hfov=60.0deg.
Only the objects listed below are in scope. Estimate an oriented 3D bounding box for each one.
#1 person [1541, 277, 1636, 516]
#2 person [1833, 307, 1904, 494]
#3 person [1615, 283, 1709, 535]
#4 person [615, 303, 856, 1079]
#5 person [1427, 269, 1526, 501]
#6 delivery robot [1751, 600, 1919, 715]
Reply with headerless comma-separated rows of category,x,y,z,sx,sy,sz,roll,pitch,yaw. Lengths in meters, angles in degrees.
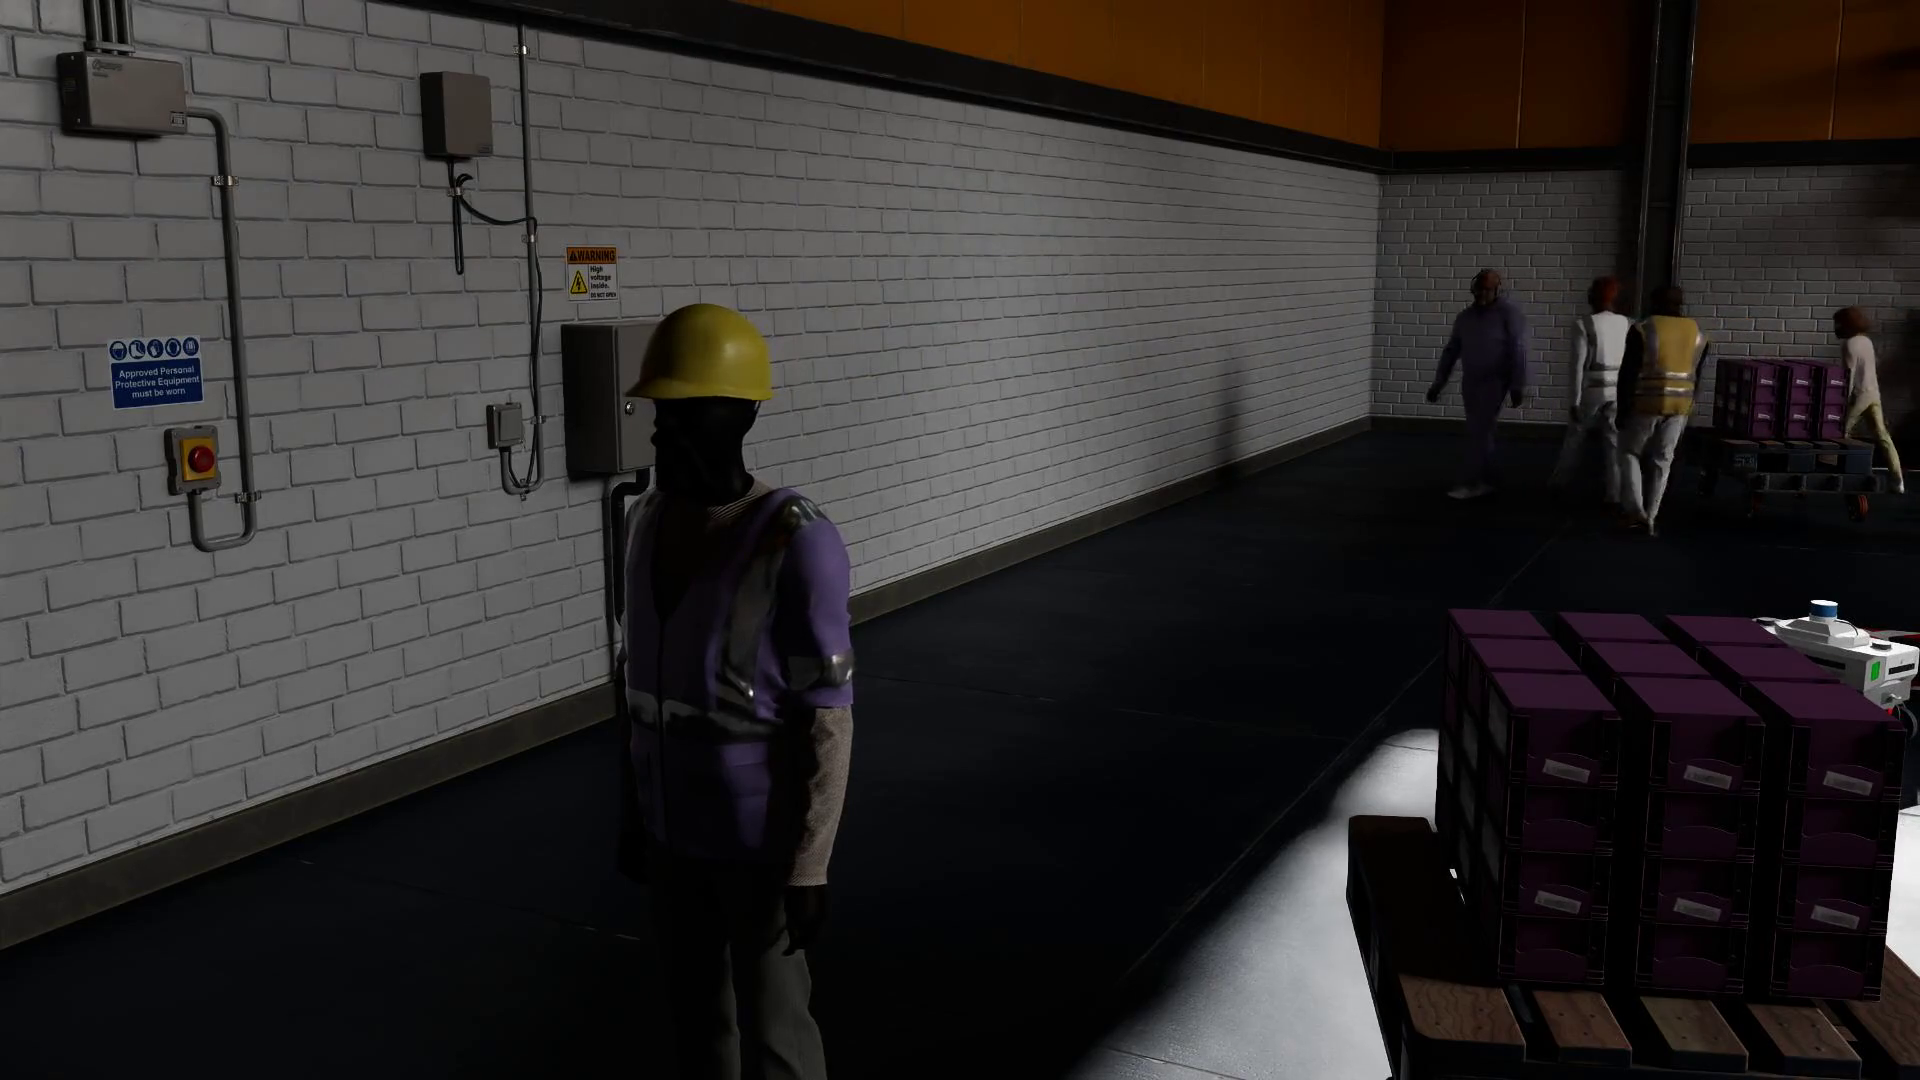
person,4.972,-1.136,13.037,0.587,1.829,0.993,-1,10,-8
person,7.550,-1.175,14.071,0.513,1.549,0.958,-8,12,-38
person,5.005,-0.923,11.921,0.659,1.815,0.439,-1,10,-5
person,-0.456,0.524,3.163,0.589,1.930,0.361,8,13,39
person,4.203,-1.244,13.519,0.745,1.878,0.692,-5,11,-26
delivery robot,3.627,0.499,7.015,0.477,0.478,0.707,-6,11,-30
